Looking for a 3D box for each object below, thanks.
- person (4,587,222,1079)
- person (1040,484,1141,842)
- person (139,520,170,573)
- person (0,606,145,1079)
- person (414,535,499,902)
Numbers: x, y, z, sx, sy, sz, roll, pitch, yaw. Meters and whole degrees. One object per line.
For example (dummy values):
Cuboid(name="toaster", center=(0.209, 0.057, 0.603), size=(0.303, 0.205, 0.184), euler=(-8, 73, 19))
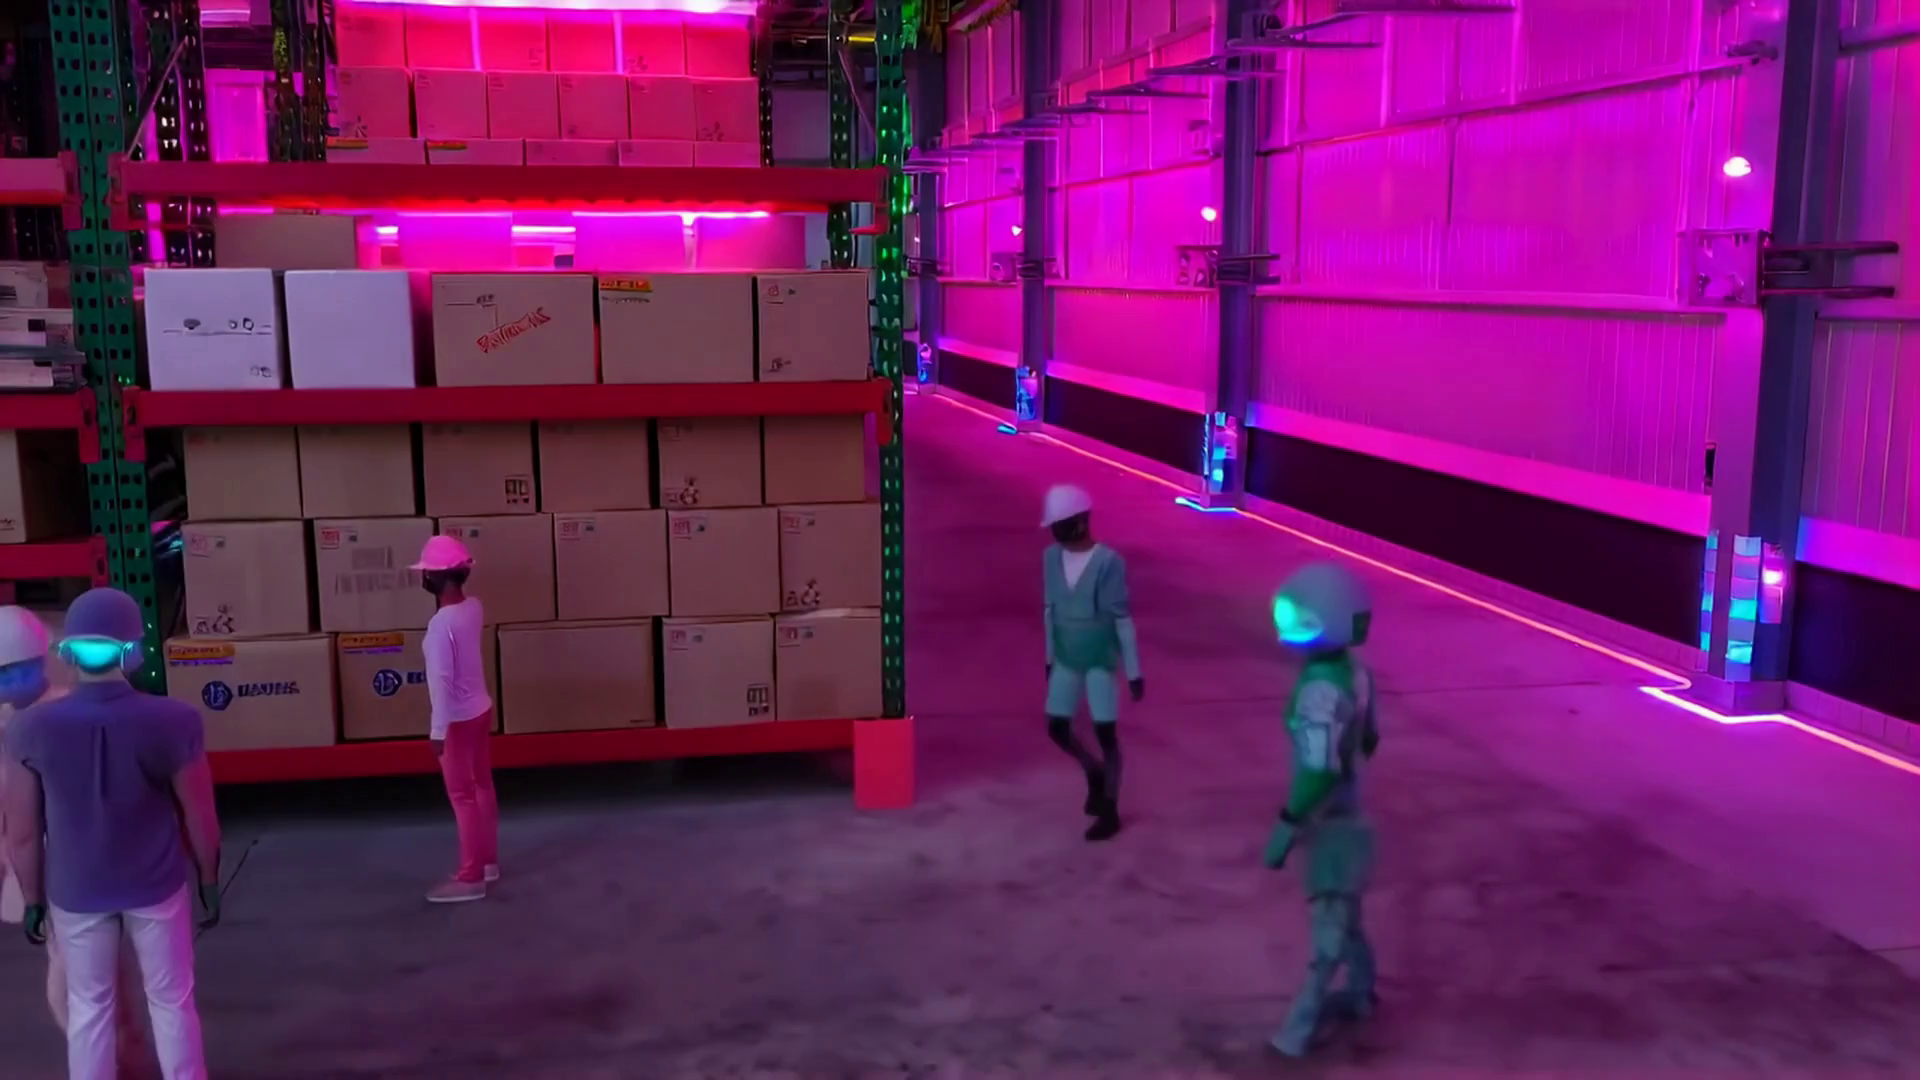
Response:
Cuboid(name="person", center=(-2.785, 1.142, 5.531), size=(0.621, 1.992, 0.397), euler=(-3, 10, -18))
Cuboid(name="person", center=(0.702, 0.647, 8.844), size=(0.668, 1.906, 0.490), euler=(7, 11, 35))
Cuboid(name="person", center=(-6.570, -0.040, 13.252), size=(0.528, 1.827, 0.646), euler=(-4, 10, -22))
Cuboid(name="person", center=(-3.101, 1.148, 5.766), size=(0.622, 1.908, 0.595), euler=(3, 10, 17))
Cuboid(name="person", center=(-2.429, 0.851, 8.001), size=(0.320, 1.769, 0.523), euler=(1, 9, 4))
